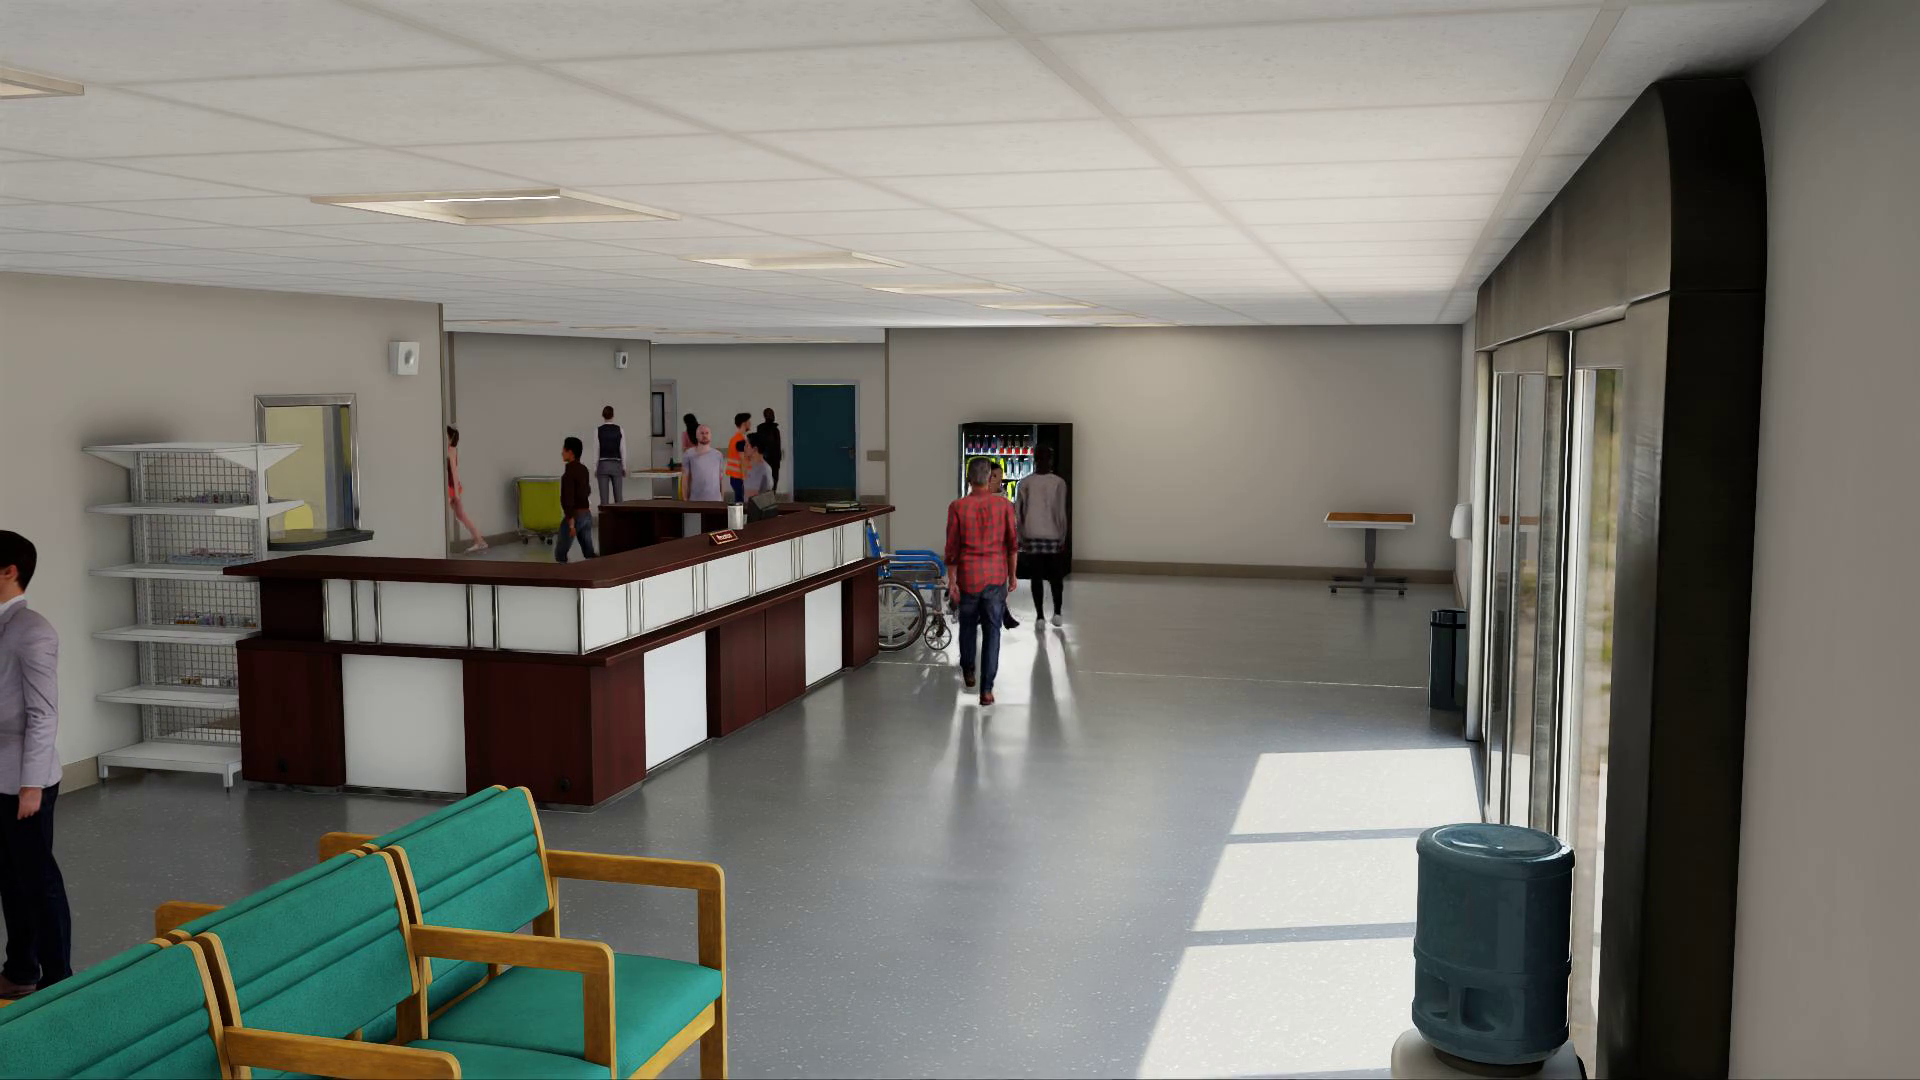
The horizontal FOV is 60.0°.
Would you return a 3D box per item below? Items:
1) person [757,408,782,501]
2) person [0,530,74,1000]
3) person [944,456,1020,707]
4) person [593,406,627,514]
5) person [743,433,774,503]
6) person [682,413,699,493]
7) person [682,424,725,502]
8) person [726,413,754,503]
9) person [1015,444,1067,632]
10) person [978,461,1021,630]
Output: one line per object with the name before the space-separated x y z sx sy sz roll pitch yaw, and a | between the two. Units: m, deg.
person | -3.382 -1.432 29.429 0.658 1.825 0.731 3 6 24
person | -3.599 0.877 6.337 0.665 1.853 0.817 4 7 38
person | 0.167 0.327 12.151 1.184 1.784 0.904 0 6 4
person | -5.418 -1.118 25.751 0.684 1.937 0.806 -2 6 -15
person | -1.831 -0.082 16.036 1.246 1.819 0.881 0 6 0
person | -4.615 -1.338 29.124 1.089 1.699 1.148 -3 6 -28
person | -3.016 -0.455 19.651 0.747 1.838 0.817 -3 6 -27
person | -3.132 -0.824 23.157 0.968 1.872 0.896 -2 6 -18
person | 0.766 0.011 15.652 0.737 1.711 0.781 0 6 3
person | 0.192 0.068 15.705 1.016 1.588 0.892 4 7 33
